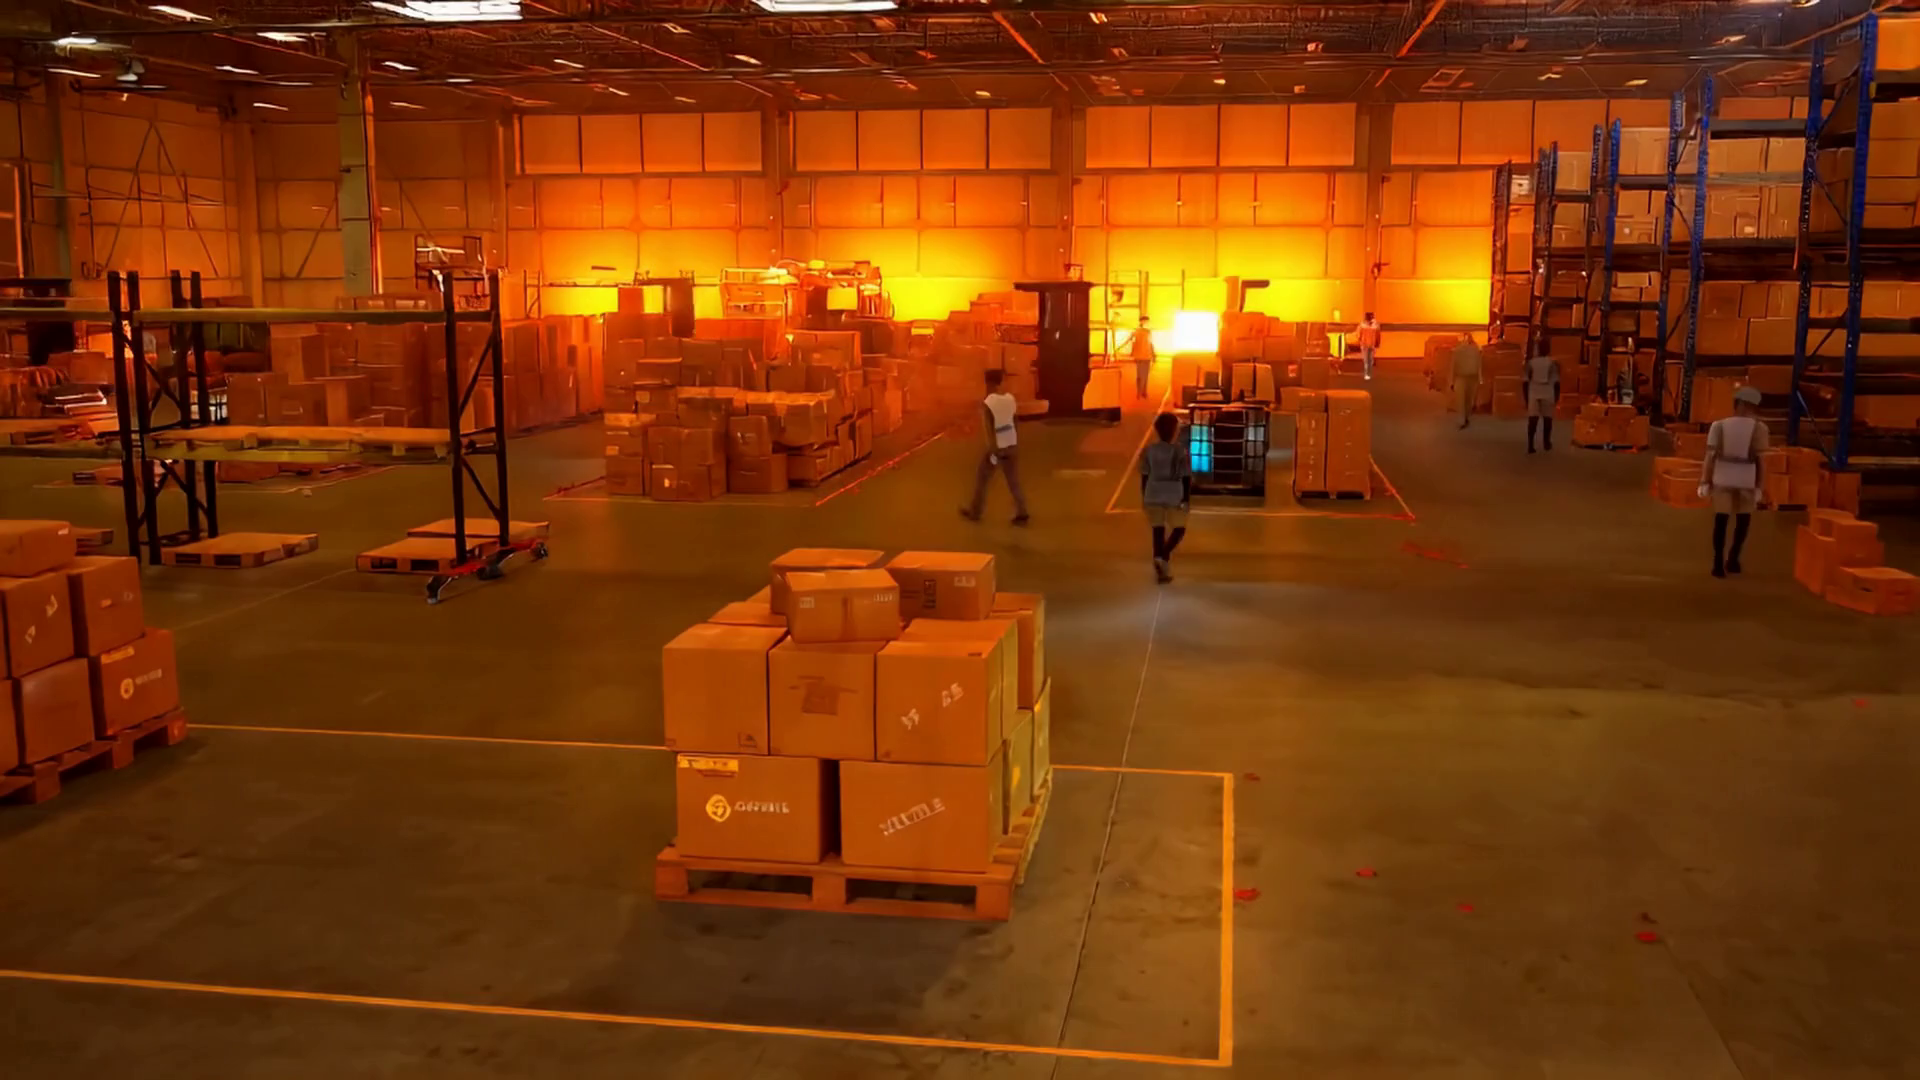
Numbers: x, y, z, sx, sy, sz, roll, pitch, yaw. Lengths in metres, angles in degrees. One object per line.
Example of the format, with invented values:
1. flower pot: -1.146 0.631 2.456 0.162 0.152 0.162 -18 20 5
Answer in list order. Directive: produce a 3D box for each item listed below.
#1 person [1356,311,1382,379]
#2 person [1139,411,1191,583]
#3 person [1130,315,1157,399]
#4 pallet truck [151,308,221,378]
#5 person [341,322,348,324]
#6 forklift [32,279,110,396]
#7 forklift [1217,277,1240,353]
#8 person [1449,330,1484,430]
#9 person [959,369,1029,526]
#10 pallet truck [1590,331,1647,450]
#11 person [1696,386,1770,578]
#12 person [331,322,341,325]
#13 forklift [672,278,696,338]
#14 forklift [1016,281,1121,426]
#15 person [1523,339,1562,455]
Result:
1. person: 11.429 -5.422 46.397 0.656 1.893 0.985 -1 9 -3
2. person: 1.957 -0.398 16.018 0.549 1.683 0.471 6 11 33
3. person: 4.382 -4.344 39.506 0.614 1.964 0.750 5 10 28
4. pallet truck: -21.869 -5.598 47.154 0.823 1.965 1.885 4 10 26
5. person: -18.722 -6.177 50.906 0.635 1.937 0.353 1 9 9
6. forklift: -21.349 -4.766 39.306 1.873 2.768 1.129 1 9 9
7. forklift: 7.917 -6.232 48.348 1.873 2.768 1.129 1 9 9
8. person: 9.699 -3.075 31.901 0.655 1.895 0.582 1 9 4
9. person: 0.445 -1.105 19.864 1.024 1.868 0.590 8 12 42
10. pallet truck: 11.253 -2.573 28.499 0.823 1.965 1.885 5 10 27
11. person: 7.660 -0.575 16.484 0.675 1.895 0.565 6 11 32
12. person: -14.155 -4.041 37.774 0.647 1.927 0.565 -1 9 -5
13. forklift: -7.496 -5.725 45.224 1.873 2.768 1.129 1 9 9
14. forklift: 2.190 -3.715 32.823 1.873 2.768 1.129 -6 11 -34
15. person: 9.602 -2.368 27.495 0.619 1.920 0.994 5 11 30
